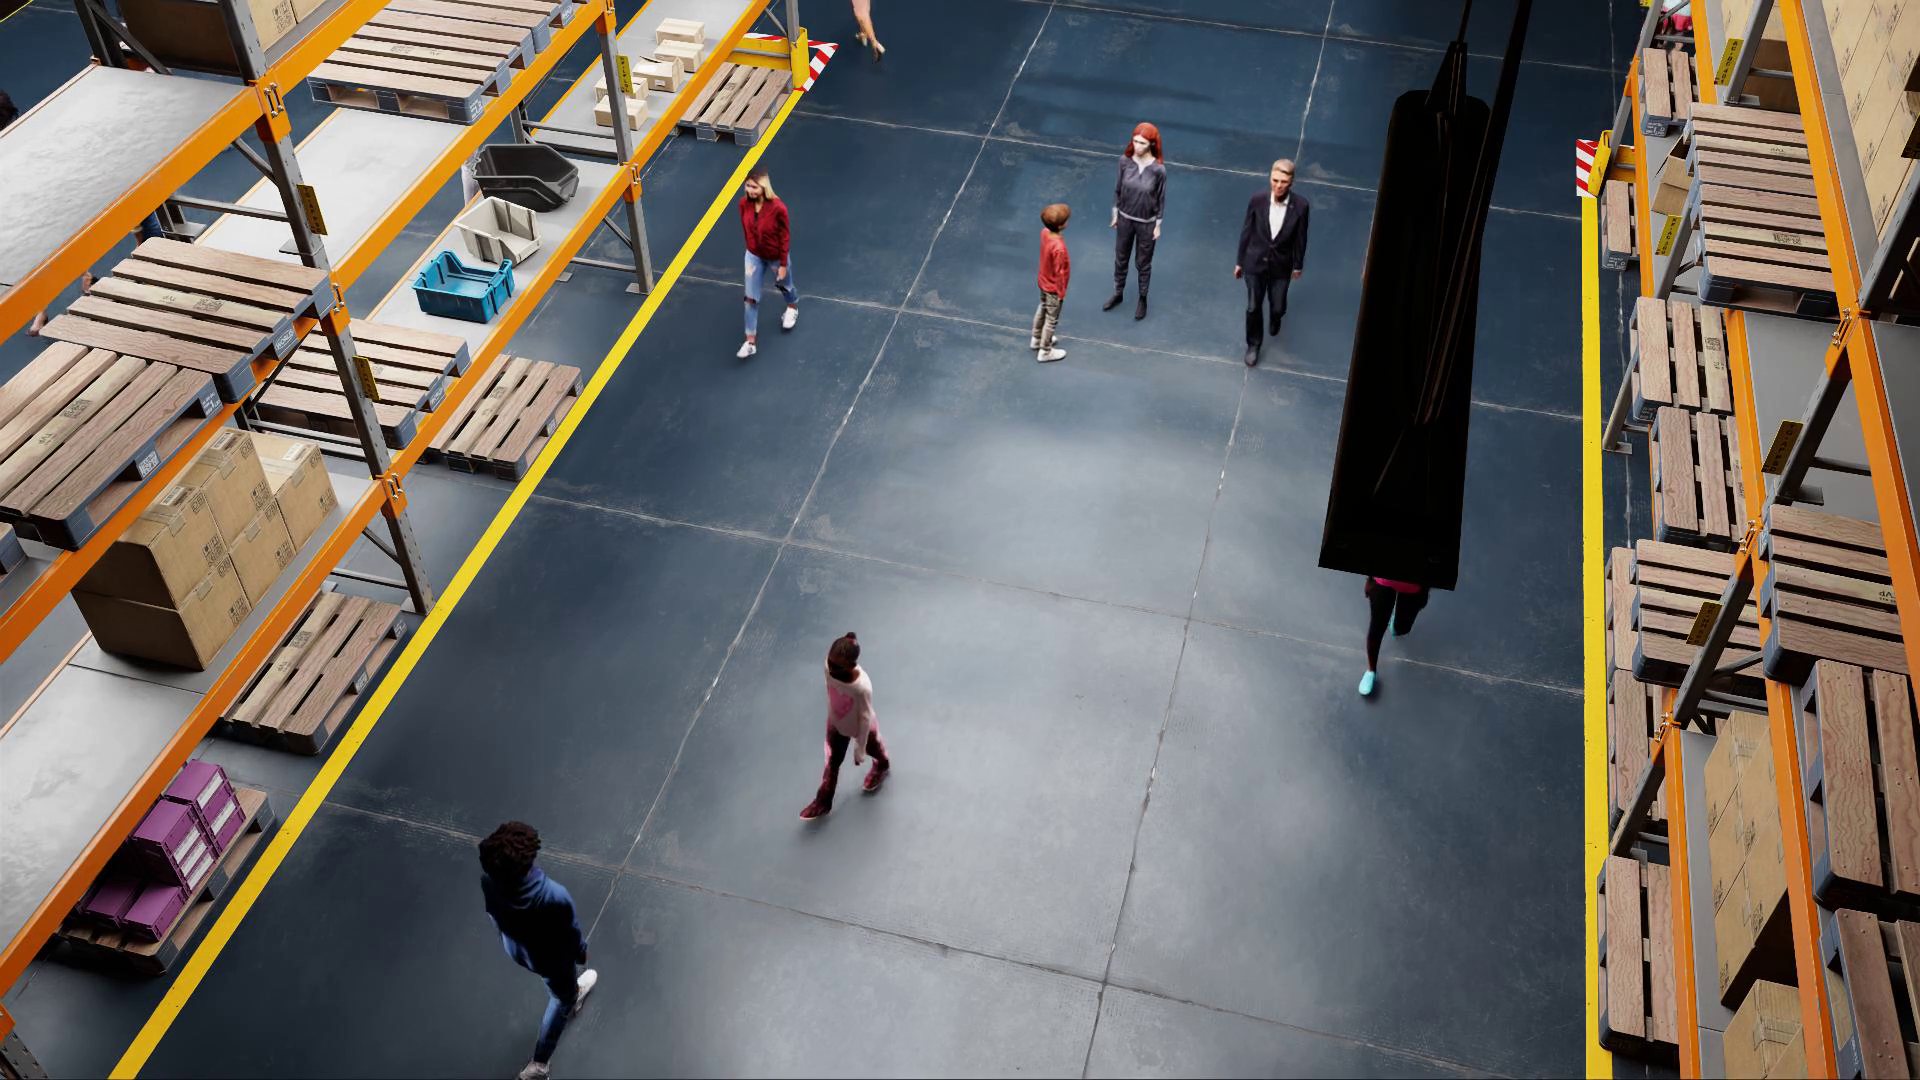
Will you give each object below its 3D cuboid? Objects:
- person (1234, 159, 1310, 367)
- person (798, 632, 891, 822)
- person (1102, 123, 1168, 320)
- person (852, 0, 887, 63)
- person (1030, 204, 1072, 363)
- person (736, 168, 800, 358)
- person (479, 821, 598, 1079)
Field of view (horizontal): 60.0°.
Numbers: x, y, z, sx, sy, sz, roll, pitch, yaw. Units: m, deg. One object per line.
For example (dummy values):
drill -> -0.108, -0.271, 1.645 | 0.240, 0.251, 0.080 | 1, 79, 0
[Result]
person -> 2.497, -2.274, 13.333 | 0.692, 1.802, 0.824 | 12, 45, 13
person -> -0.607, 1.064, 10.112 | 0.801, 1.411, 1.039 | 28, 50, 26
person -> 1.466, -2.641, 13.734 | 0.620, 1.779, 0.566 | 20, 47, 20
person -> -0.964, -5.769, 16.999 | 1.052, 1.804, 1.125 | -21, 47, -20
person -> 0.734, -2.085, 13.416 | 0.656, 1.413, 0.570 | -14, 45, -14
person -> -1.522, -2.322, 13.543 | 0.616, 1.581, 1.071 | 12, 45, 12
person -> -2.231, 2.158, 8.693 | 0.749, 1.784, 1.094 | 15, 46, 15
